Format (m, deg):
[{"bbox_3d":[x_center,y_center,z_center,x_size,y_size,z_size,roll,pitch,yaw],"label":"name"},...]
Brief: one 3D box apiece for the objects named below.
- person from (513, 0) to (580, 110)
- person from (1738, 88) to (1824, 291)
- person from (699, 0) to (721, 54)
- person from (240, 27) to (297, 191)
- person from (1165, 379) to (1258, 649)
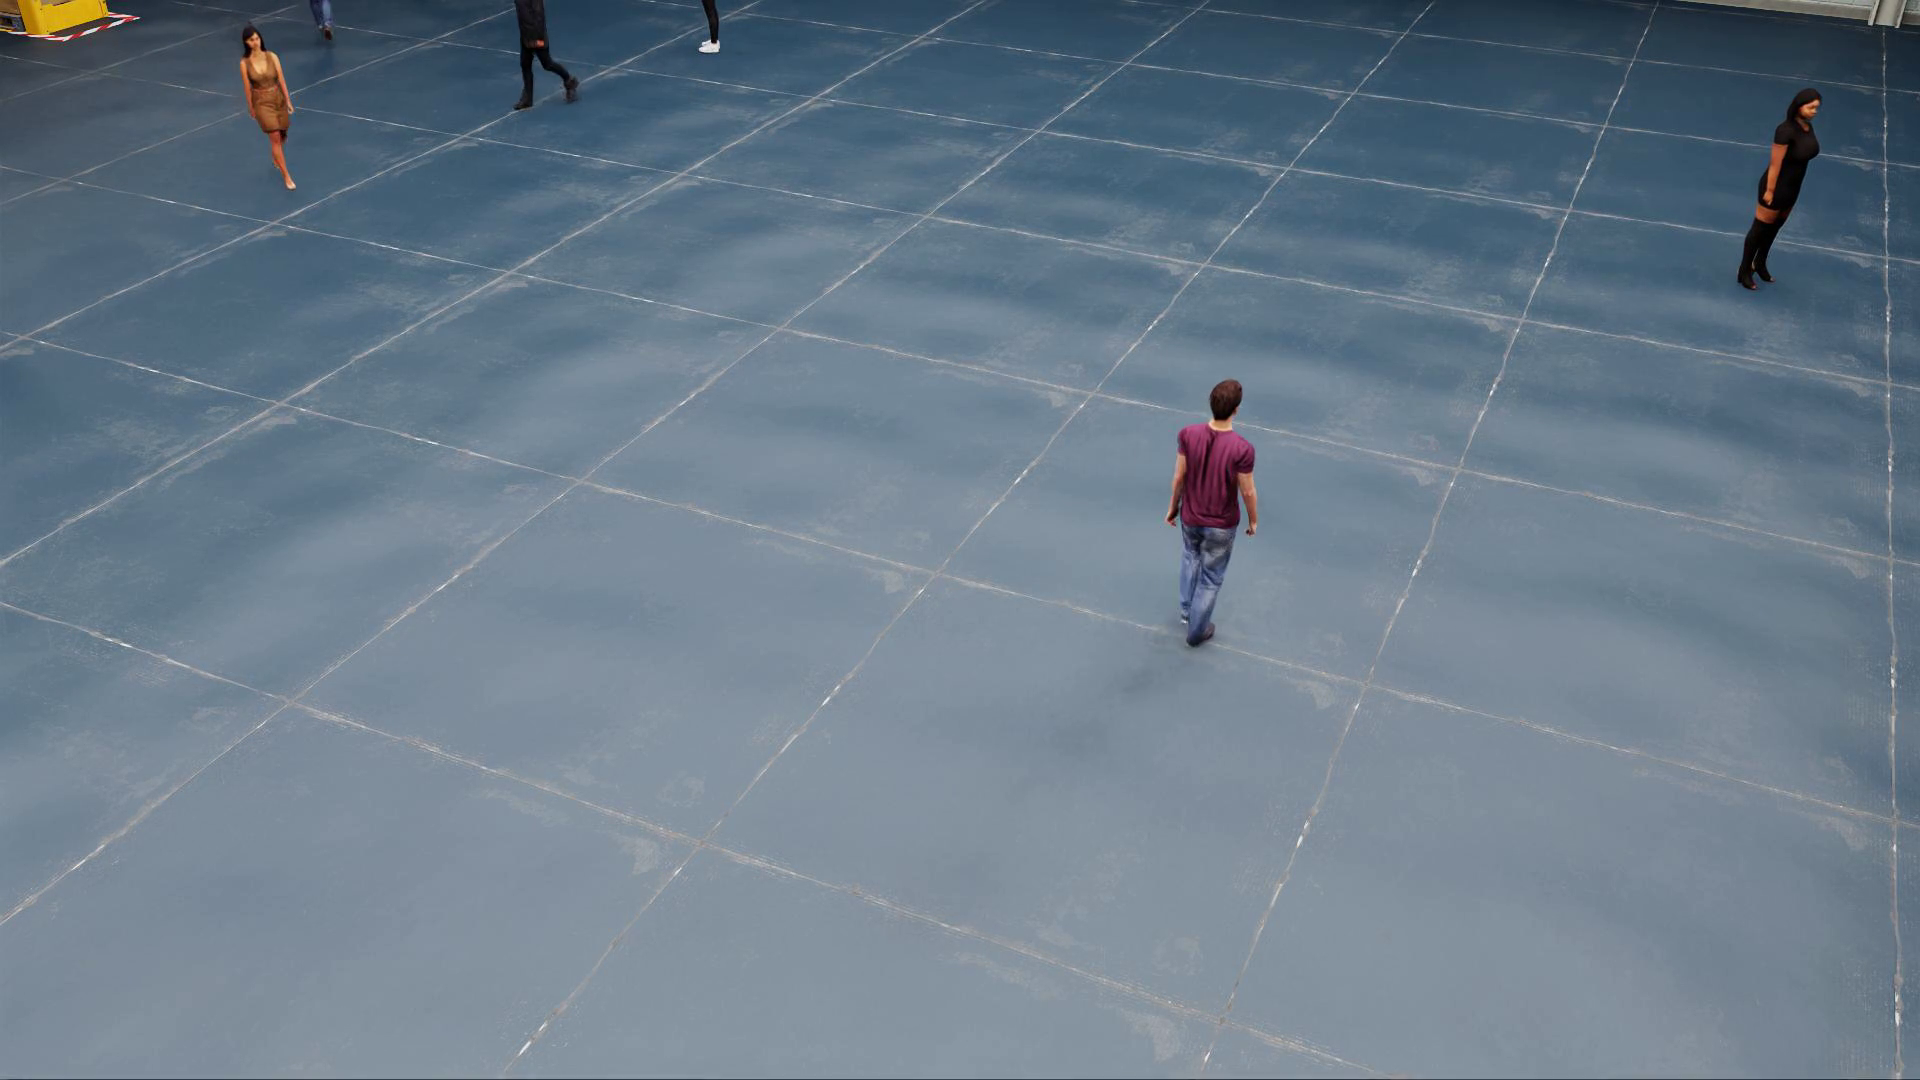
[{"bbox_3d":[-5.004,-6.040,19.822,1.137,1.752,0.948,28,42,36],"label":"person"},{"bbox_3d":[7.536,-3.233,15.277,0.741,1.854,0.760,-21,38,-30],"label":"person"},{"bbox_3d":[-3.326,-7.299,21.826,0.633,1.742,0.636,4,32,6],"label":"person"},{"bbox_3d":[-7.316,-4.592,17.613,0.872,1.659,1.140,-23,39,-32],"label":"person"},{"bbox_3d":[1.512,-0.111,10.345,0.664,1.836,0.802,19,37,27],"label":"person"}]
